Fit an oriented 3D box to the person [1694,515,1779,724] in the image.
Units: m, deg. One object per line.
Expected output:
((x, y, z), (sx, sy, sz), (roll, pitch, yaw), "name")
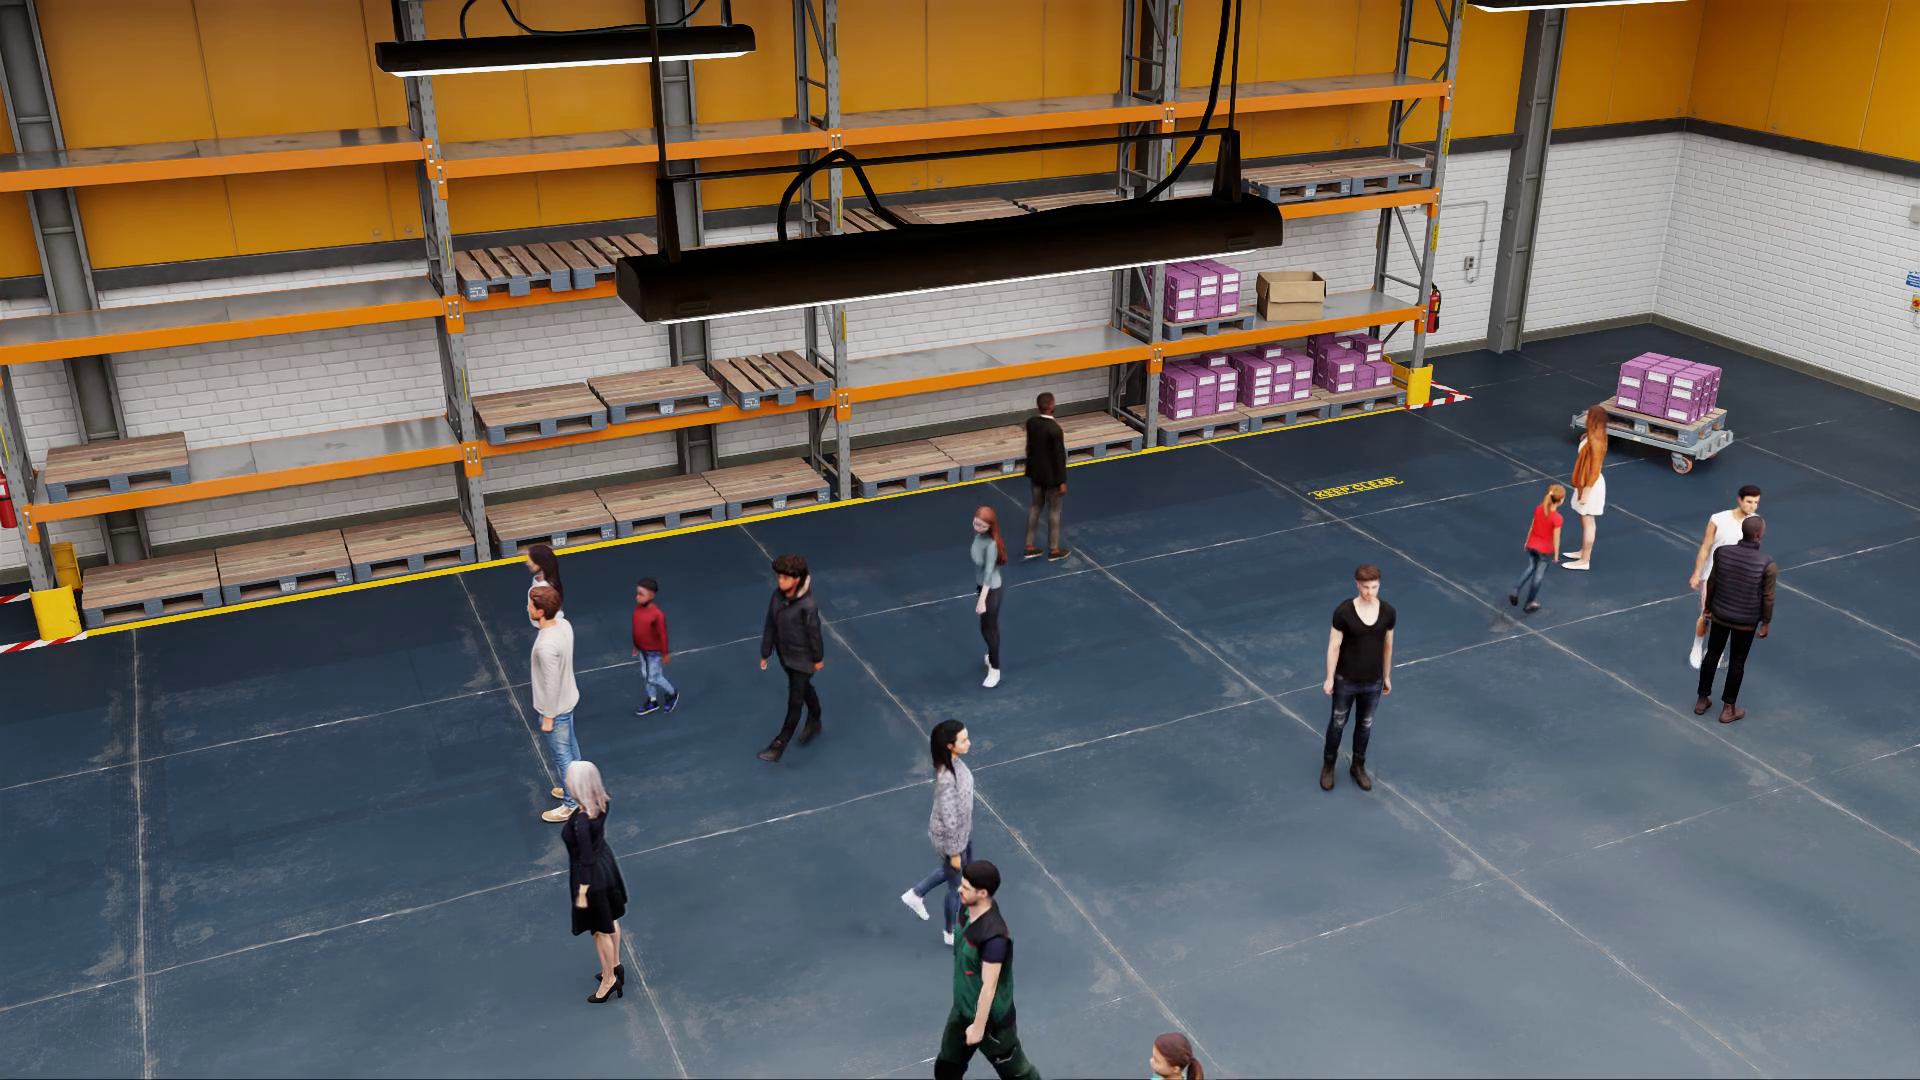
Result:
((6.483, 0.643, 13.926), (0.681, 1.835, 0.764), (-20, 31, -38), "person")

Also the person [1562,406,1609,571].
((6.362, -0.536, 16.763), (0.768, 1.722, 0.700), (10, 25, 21), "person")

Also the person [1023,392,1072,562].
((0.852, -0.642, 16.904), (0.801, 1.803, 0.765), (-21, 31, -39), "person")

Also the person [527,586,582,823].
((-3.032, 1.221, 12.520), (0.731, 1.903, 0.757), (0, 24, 1), "person")

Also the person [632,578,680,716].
((-2.586, 0.881, 14.115), (0.597, 1.248, 0.655), (21, 31, 40), "person")

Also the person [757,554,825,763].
((-1.274, 0.900, 13.470), (0.946, 1.730, 1.180), (18, 29, 35), "person")

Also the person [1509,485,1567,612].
((5.484, 0.104, 15.837), (0.632, 1.291, 0.527), (-15, 28, -31), "person")

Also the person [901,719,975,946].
((-0.136, 1.958, 11.064), (0.928, 1.718, 0.834), (3, 24, 6), "person")

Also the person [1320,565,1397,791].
((3.092, 1.052, 12.915), (0.644, 1.895, 0.814), (-1, 24, -2), "person")

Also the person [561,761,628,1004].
((-2.333, 2.161, 10.565), (0.714, 1.746, 0.697), (1, 24, 3), "person")

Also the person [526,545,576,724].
((-3.403, 0.773, 13.881), (0.571, 1.634, 0.640), (-6, 24, -13), "person")

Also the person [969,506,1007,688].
((0.258, 0.433, 14.551), (0.664, 1.718, 0.793), (2, 24, 4), "person")

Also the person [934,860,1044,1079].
((0.226, 2.626, 9.356), (1.215, 1.861, 0.730), (-8, 25, -18), "person")

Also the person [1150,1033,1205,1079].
((1.124, 3.163, 8.517), (0.658, 1.550, 0.624), (-3, 24, -6), "person")

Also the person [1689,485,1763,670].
((6.787, 0.288, 14.810), (0.770, 1.776, 0.868), (2, 24, 5), "person")
